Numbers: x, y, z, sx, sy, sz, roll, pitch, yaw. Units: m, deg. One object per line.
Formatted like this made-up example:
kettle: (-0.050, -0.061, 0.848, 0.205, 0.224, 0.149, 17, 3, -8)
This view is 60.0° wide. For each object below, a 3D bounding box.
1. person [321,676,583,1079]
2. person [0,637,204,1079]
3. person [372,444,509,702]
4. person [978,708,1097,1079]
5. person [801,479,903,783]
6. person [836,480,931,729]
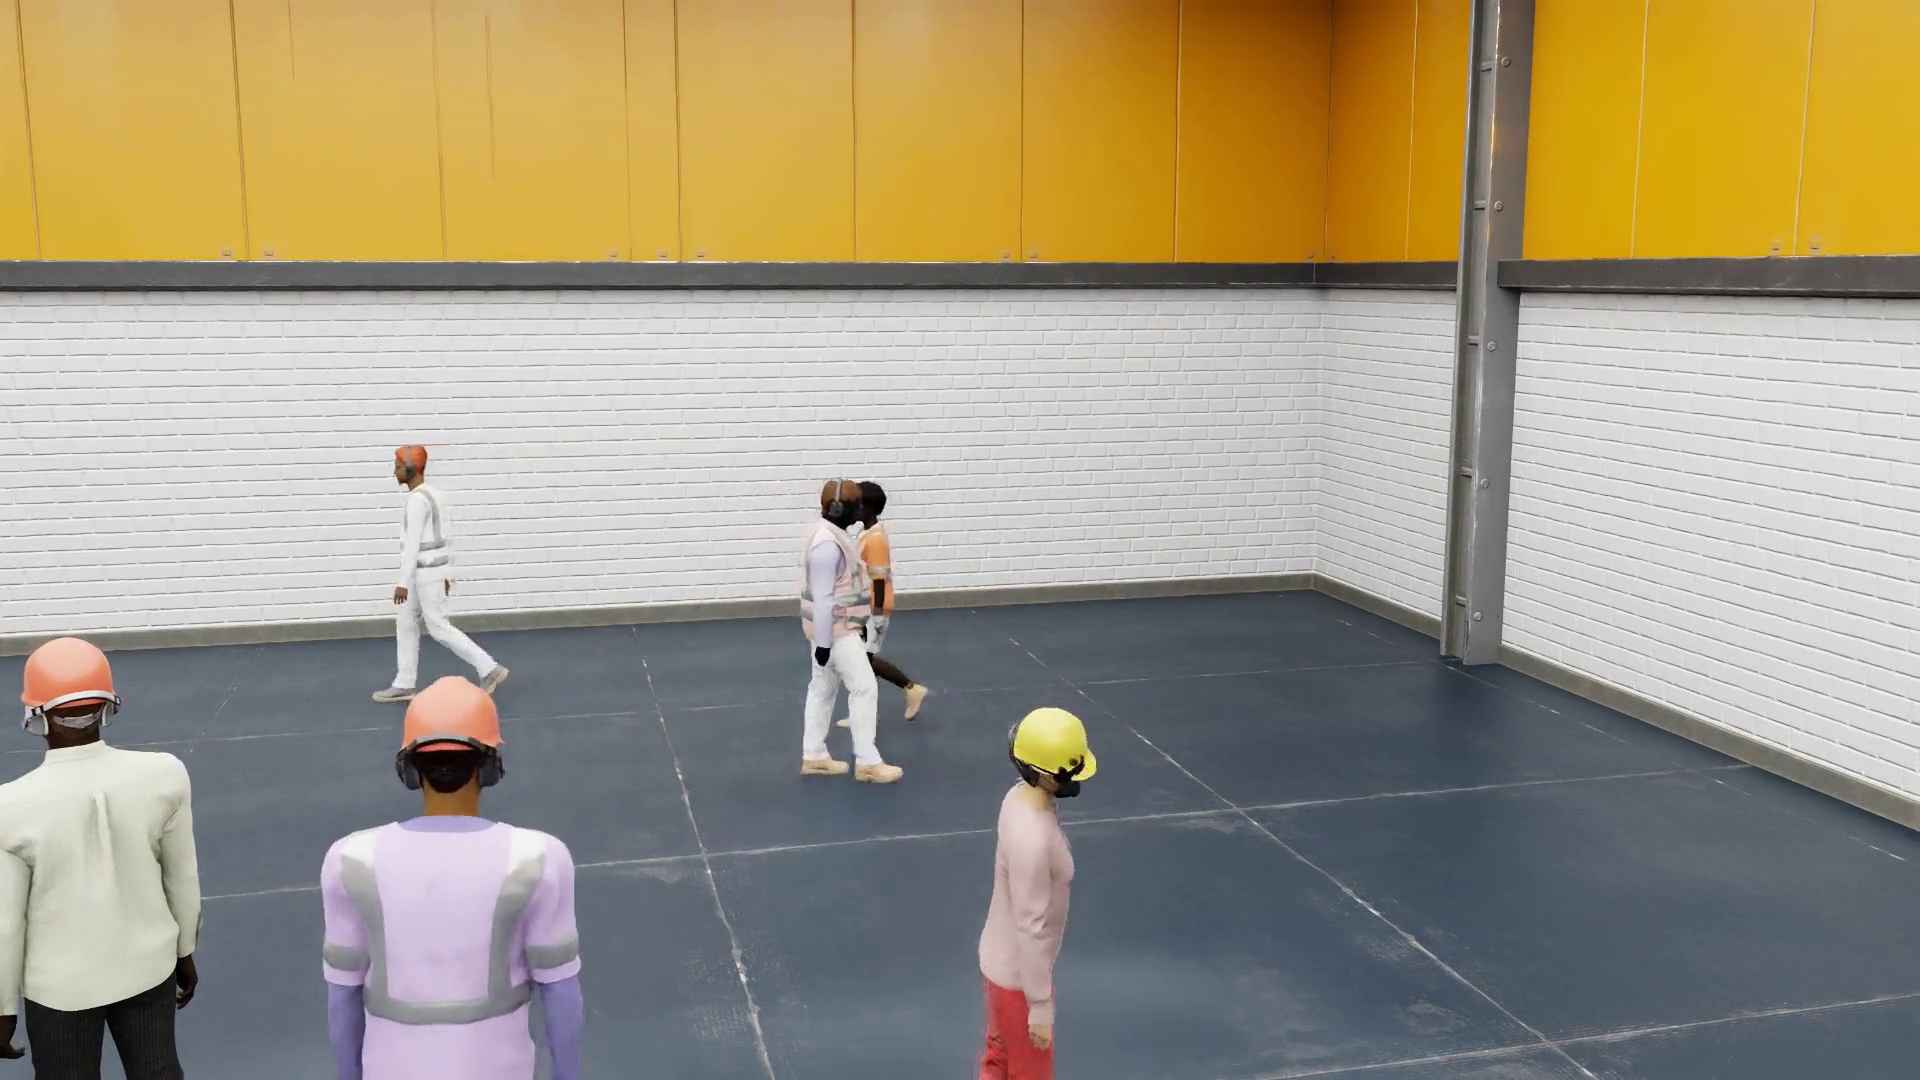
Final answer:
person: (-1.261, 1.353, 4.233, 0.625, 2.024, 0.445, -1, 9, -7)
person: (-2.524, 1.266, 4.864, 0.375, 1.995, 0.611, 8, 12, 39)
person: (-3.692, 0.239, 11.741, 0.891, 1.855, 0.578, -2, 9, -14)
person: (0.218, 1.338, 5.259, 0.357, 1.724, 0.679, 0, 9, -2)
person: (-0.630, 0.537, 9.962, 0.747, 1.816, 0.641, -1, 9, -5)
person: (-0.529, 0.441, 10.994, 0.540, 1.682, 0.540, -1, 9, -8)
